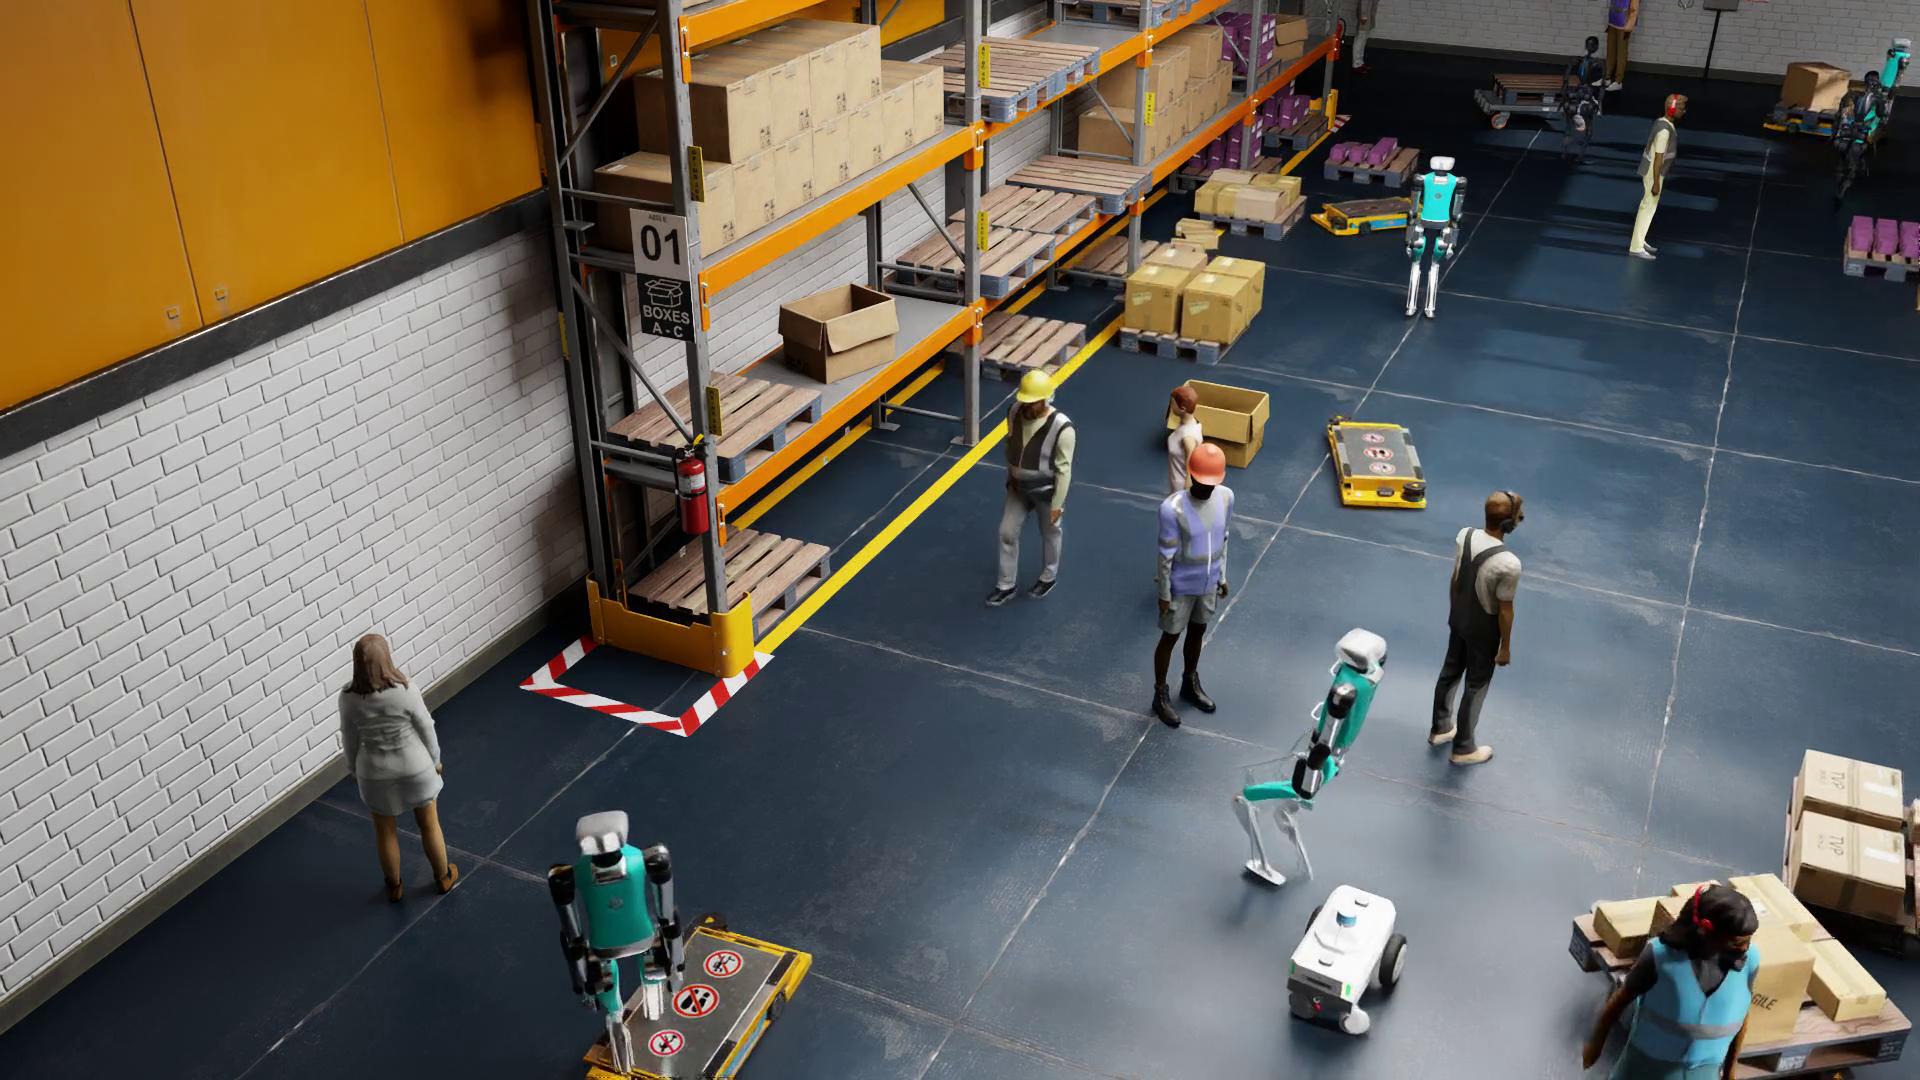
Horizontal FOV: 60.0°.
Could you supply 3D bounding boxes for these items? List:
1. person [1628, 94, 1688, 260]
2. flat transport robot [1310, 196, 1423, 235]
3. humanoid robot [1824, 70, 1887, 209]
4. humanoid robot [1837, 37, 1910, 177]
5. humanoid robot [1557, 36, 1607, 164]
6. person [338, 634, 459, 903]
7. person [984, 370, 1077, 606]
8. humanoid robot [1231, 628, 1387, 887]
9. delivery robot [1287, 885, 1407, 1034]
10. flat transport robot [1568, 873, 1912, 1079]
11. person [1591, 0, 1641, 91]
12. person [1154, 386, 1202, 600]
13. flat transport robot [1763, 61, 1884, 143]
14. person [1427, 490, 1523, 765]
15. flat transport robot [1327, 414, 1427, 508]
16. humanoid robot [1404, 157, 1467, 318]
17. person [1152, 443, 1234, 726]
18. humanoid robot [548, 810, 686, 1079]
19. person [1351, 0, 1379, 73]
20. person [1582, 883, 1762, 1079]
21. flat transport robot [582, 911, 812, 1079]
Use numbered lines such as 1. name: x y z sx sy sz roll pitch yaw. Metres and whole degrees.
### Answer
1. person: 7.788 -4.085 18.653 0.380 1.836 0.562 11 30 20
2. flat transport robot: 4.999 -3.882 19.927 1.431 0.231 0.659 -8 29 -14
3. humanoid robot: 10.933 -4.913 20.391 0.601 1.638 0.718 21 35 34
4. humanoid robot: 11.750 -5.583 21.575 0.699 1.832 0.541 4 29 7
5. humanoid robot: 8.224 -5.813 22.033 0.616 1.645 0.430 21 35 34
6. person: -3.044 1.228 8.984 0.481 1.660 0.338 -6 29 -12
7. person: 0.466 -0.335 11.728 0.619 1.802 0.749 21 35 34
8. humanoid robot: 1.792 1.194 9.011 0.868 1.778 0.555 17 33 29
9. delivery robot: 1.963 2.110 8.503 0.512 0.584 0.740 16 32 28
10. flat transport robot: 3.790 2.337 8.395 0.659 0.231 1.431 -5 29 -9
11. person: 10.239 -7.968 25.753 0.404 1.931 0.542 -8 29 -14
12. person: 1.584 -0.325 11.866 0.287 1.657 0.443 1 28 2
13. flat transport robot: 12.283 -5.890 23.650 1.431 0.231 0.659 22 35 35
14. person: 3.145 0.535 10.088 0.355 1.837 0.509 -12 31 -22
15. flat transport robot: 3.484 -0.666 13.963 0.659 0.231 1.431 3 28 5
16. humanoid robot: 4.767 -3.102 16.836 0.530 1.696 0.741 6 29 11
17. person: 1.482 0.264 10.487 0.545 1.934 0.372 -15 32 -26
18. humanoid robot: -1.570 1.878 7.719 0.559 1.776 0.888 -8 29 -14
19. person: 6.586 -8.506 26.862 0.369 1.828 0.504 15 32 26
20. person: 2.911 2.167 7.080 0.762 1.838 0.393 4 29 7
21. flat transport robot: -1.335 2.421 8.239 0.659 0.231 1.431 10 30 19
